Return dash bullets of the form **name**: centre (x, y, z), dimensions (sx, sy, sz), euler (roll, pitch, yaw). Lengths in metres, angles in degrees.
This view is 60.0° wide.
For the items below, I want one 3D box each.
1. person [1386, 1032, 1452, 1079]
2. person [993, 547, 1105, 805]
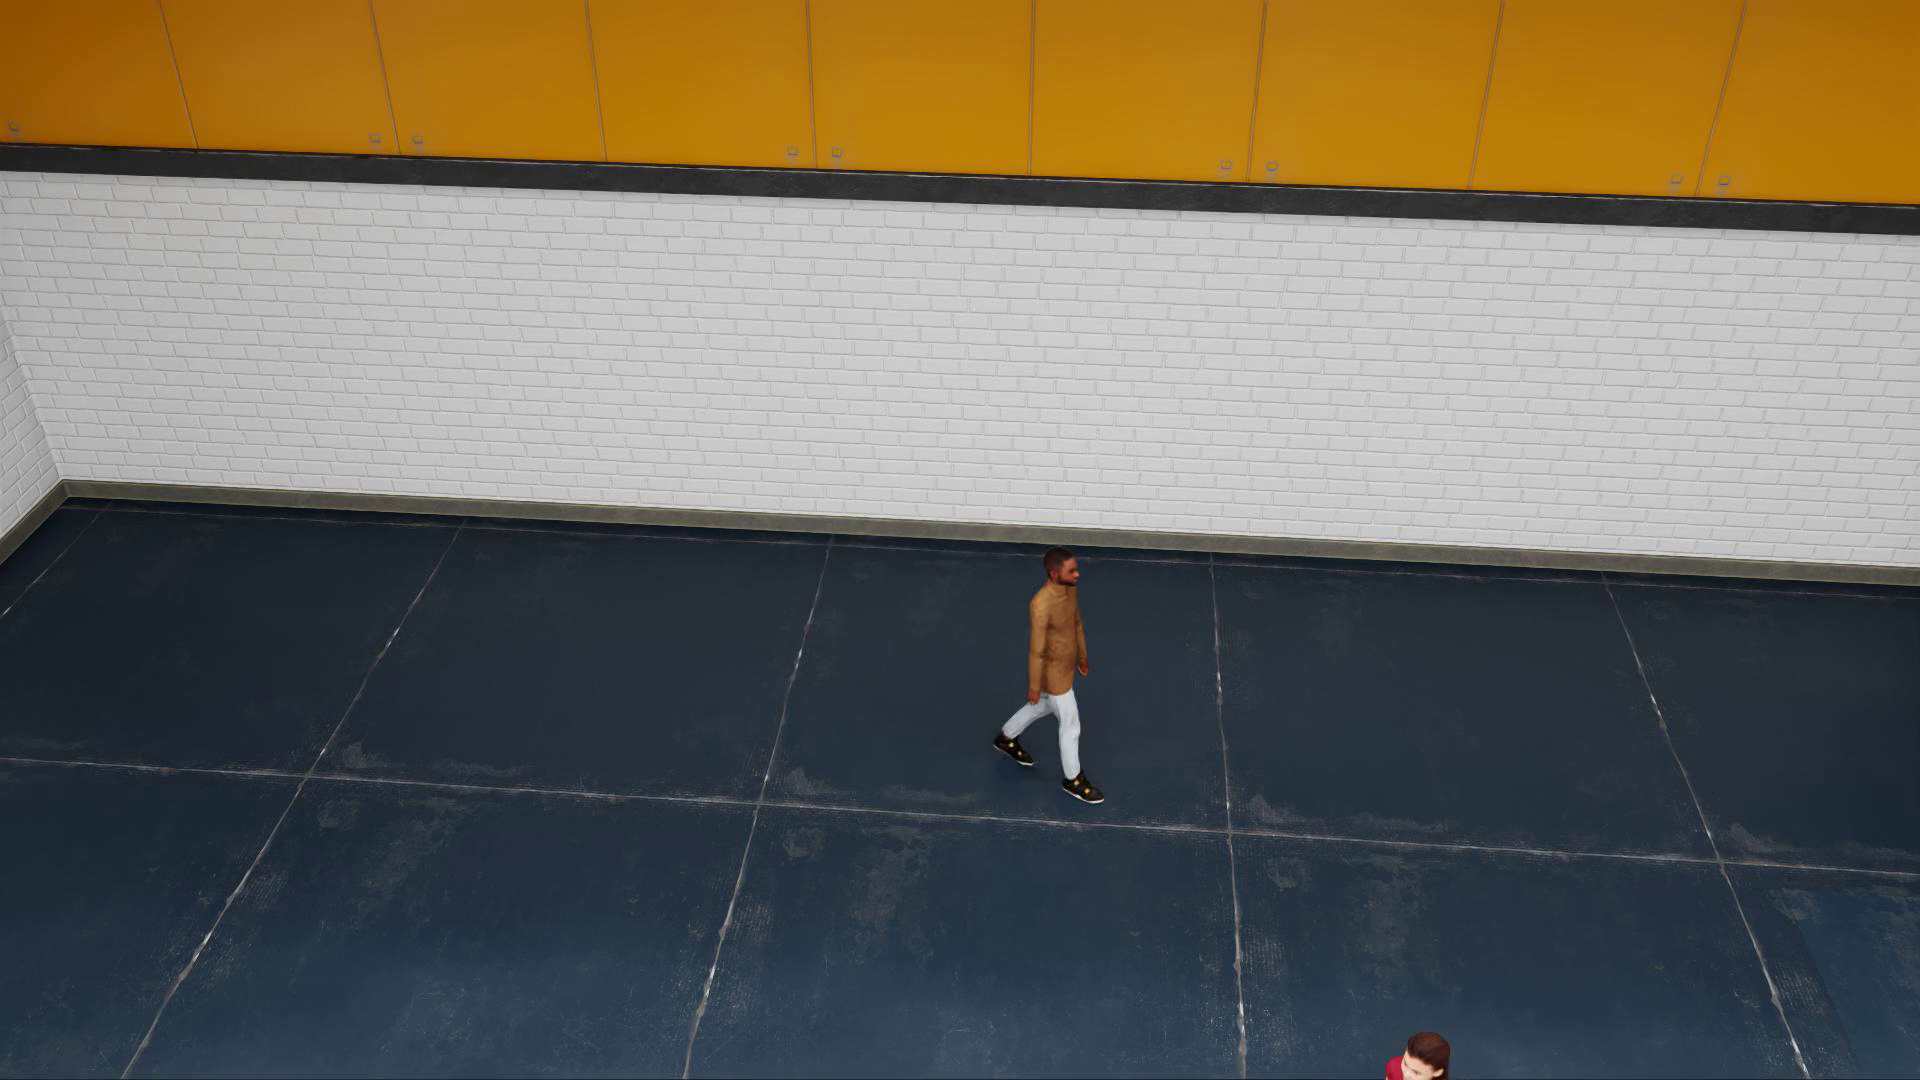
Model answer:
- **person**: centre (2.104, 2.766, 7.688), dimensions (0.977, 1.527, 0.907), euler (-26, 41, -33)
- **person**: centre (0.519, 0.778, 10.434), dimensions (0.948, 1.798, 1.085), euler (15, 37, 22)
